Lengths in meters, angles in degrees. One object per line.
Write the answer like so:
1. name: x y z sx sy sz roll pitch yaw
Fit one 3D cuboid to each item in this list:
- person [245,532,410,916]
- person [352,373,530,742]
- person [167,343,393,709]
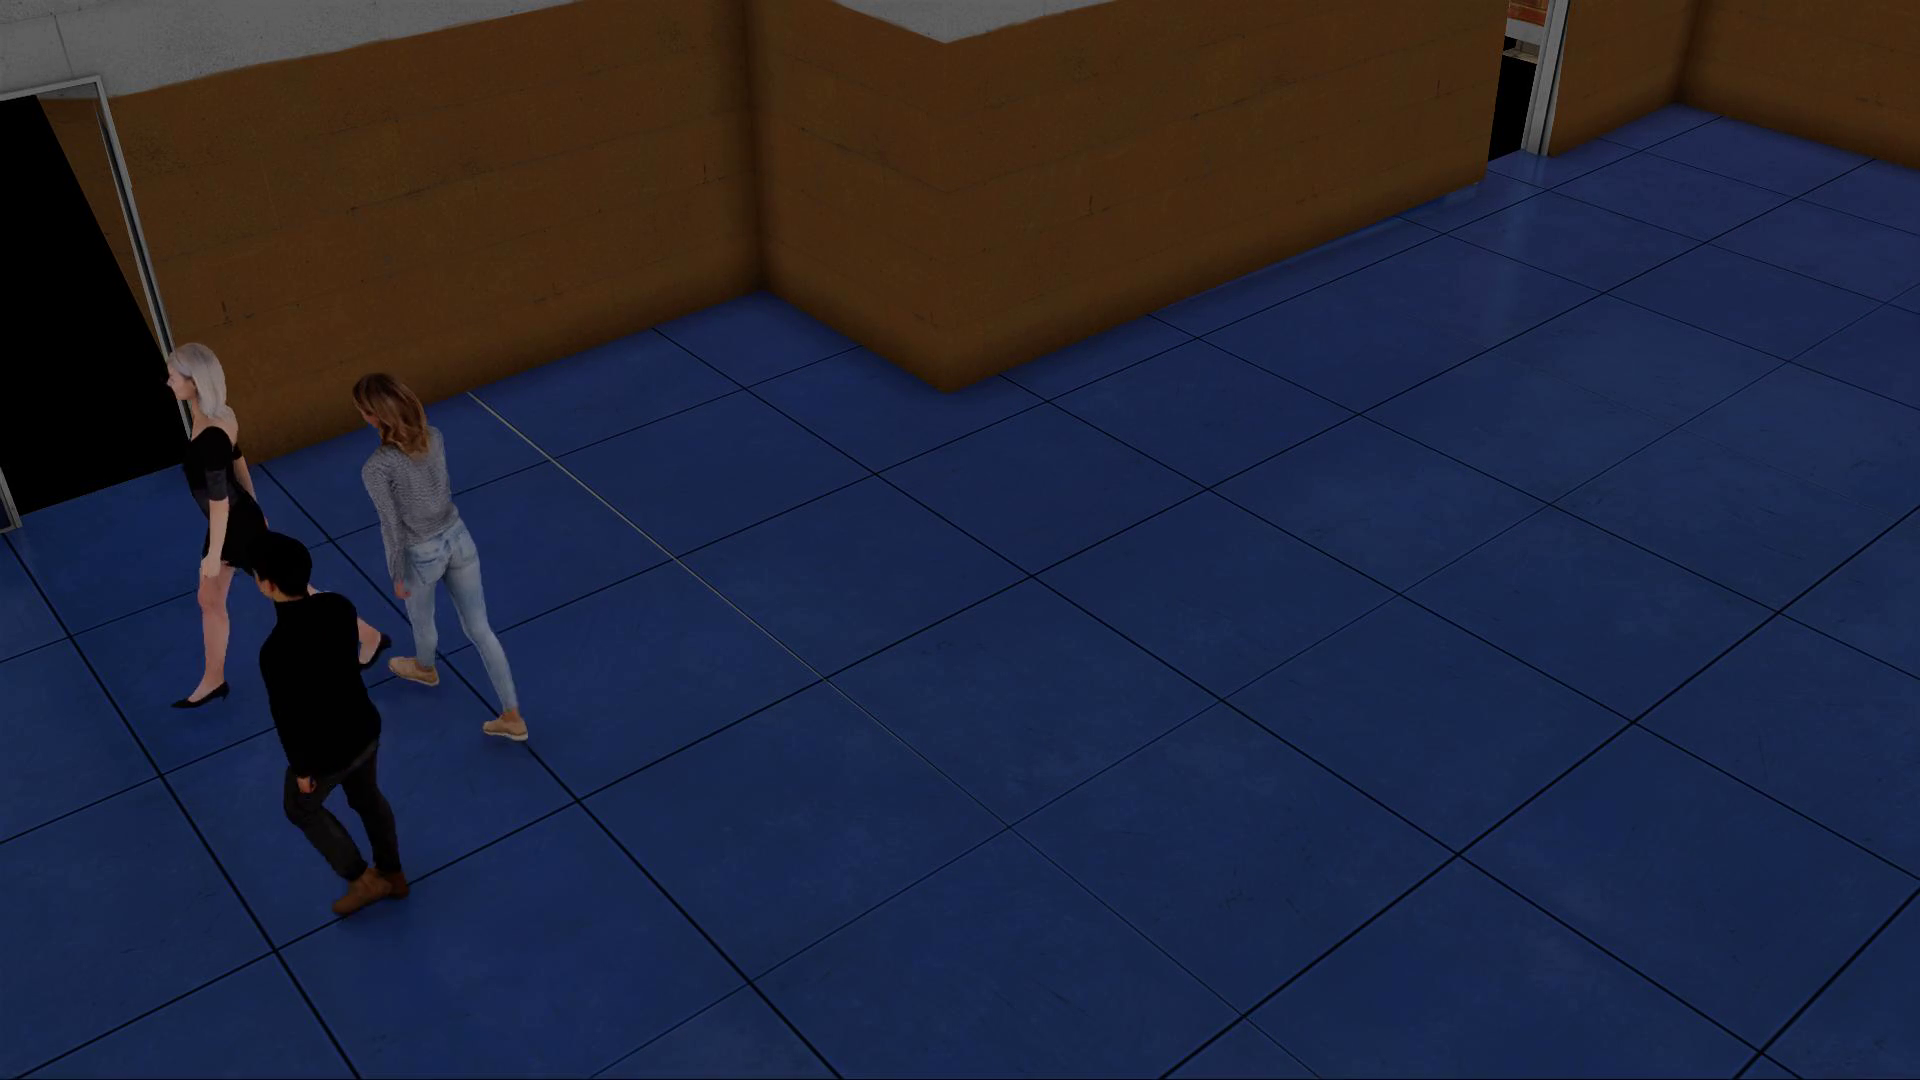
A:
1. person: -2.316 0.736 6.281 0.749 1.713 0.747 12 36 18
2. person: -2.191 0.124 7.181 1.243 1.734 0.818 20 39 28
3. person: -3.064 -0.021 7.363 0.810 1.775 1.195 -17 37 -23
